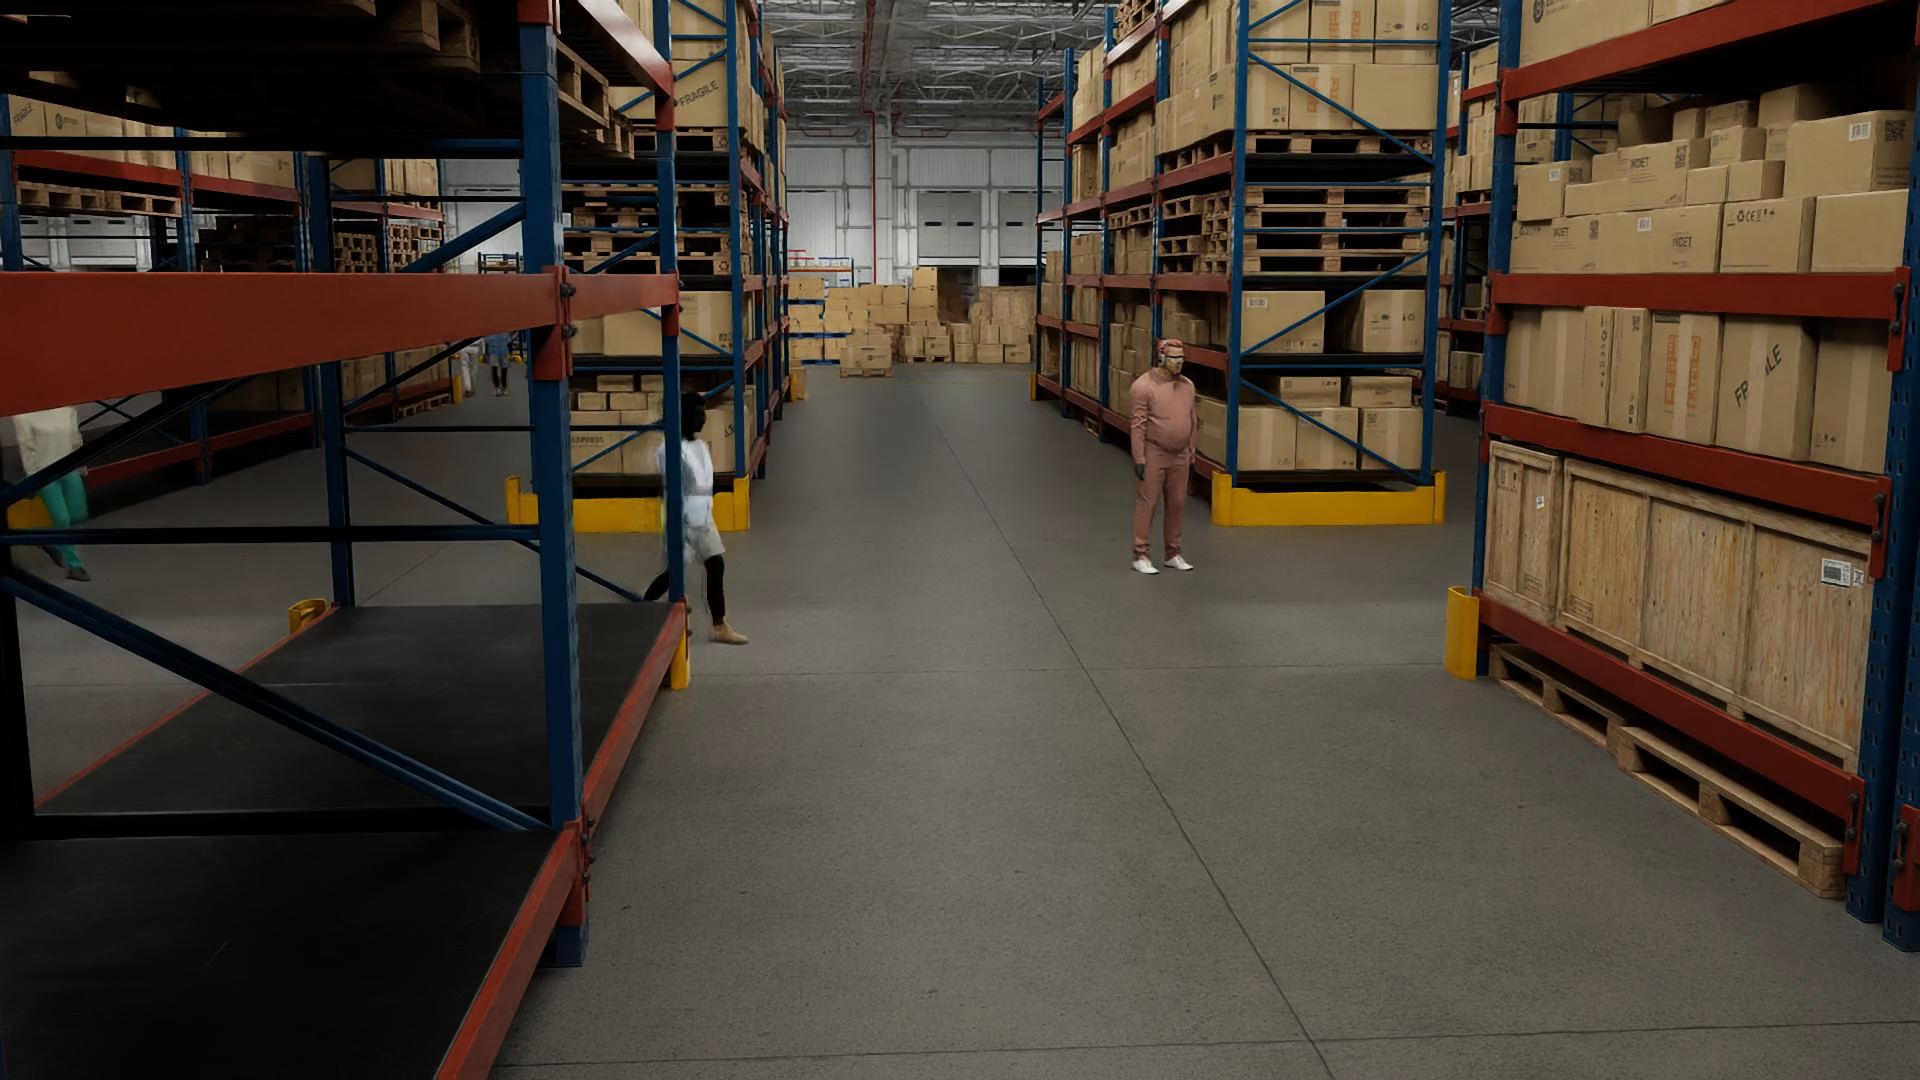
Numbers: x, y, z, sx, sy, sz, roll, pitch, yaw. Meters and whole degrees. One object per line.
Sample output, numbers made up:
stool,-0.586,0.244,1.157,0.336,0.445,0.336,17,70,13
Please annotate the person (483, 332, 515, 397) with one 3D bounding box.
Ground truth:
person,-9.073,-3.635,32.781,0.571,1.645,0.827,-5,10,-26

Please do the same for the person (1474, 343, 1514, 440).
person,6.481,-1.626,19.757,0.630,1.804,0.949,0,9,2

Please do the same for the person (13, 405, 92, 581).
person,-7.136,-0.525,13.041,0.532,1.721,0.577,4,10,25

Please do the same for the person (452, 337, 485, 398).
person,-9.693,-3.733,32.813,0.606,1.851,0.953,-3,10,-20

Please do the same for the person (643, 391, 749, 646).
person,-1.798,-0.140,10.797,0.759,1.666,0.534,4,10,25

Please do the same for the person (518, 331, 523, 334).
person,-17.625,-9.239,67.255,0.951,1.888,0.592,6,11,34

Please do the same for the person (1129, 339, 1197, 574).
person,1.671,-0.674,13.457,0.647,1.900,0.401,-5,10,-30
